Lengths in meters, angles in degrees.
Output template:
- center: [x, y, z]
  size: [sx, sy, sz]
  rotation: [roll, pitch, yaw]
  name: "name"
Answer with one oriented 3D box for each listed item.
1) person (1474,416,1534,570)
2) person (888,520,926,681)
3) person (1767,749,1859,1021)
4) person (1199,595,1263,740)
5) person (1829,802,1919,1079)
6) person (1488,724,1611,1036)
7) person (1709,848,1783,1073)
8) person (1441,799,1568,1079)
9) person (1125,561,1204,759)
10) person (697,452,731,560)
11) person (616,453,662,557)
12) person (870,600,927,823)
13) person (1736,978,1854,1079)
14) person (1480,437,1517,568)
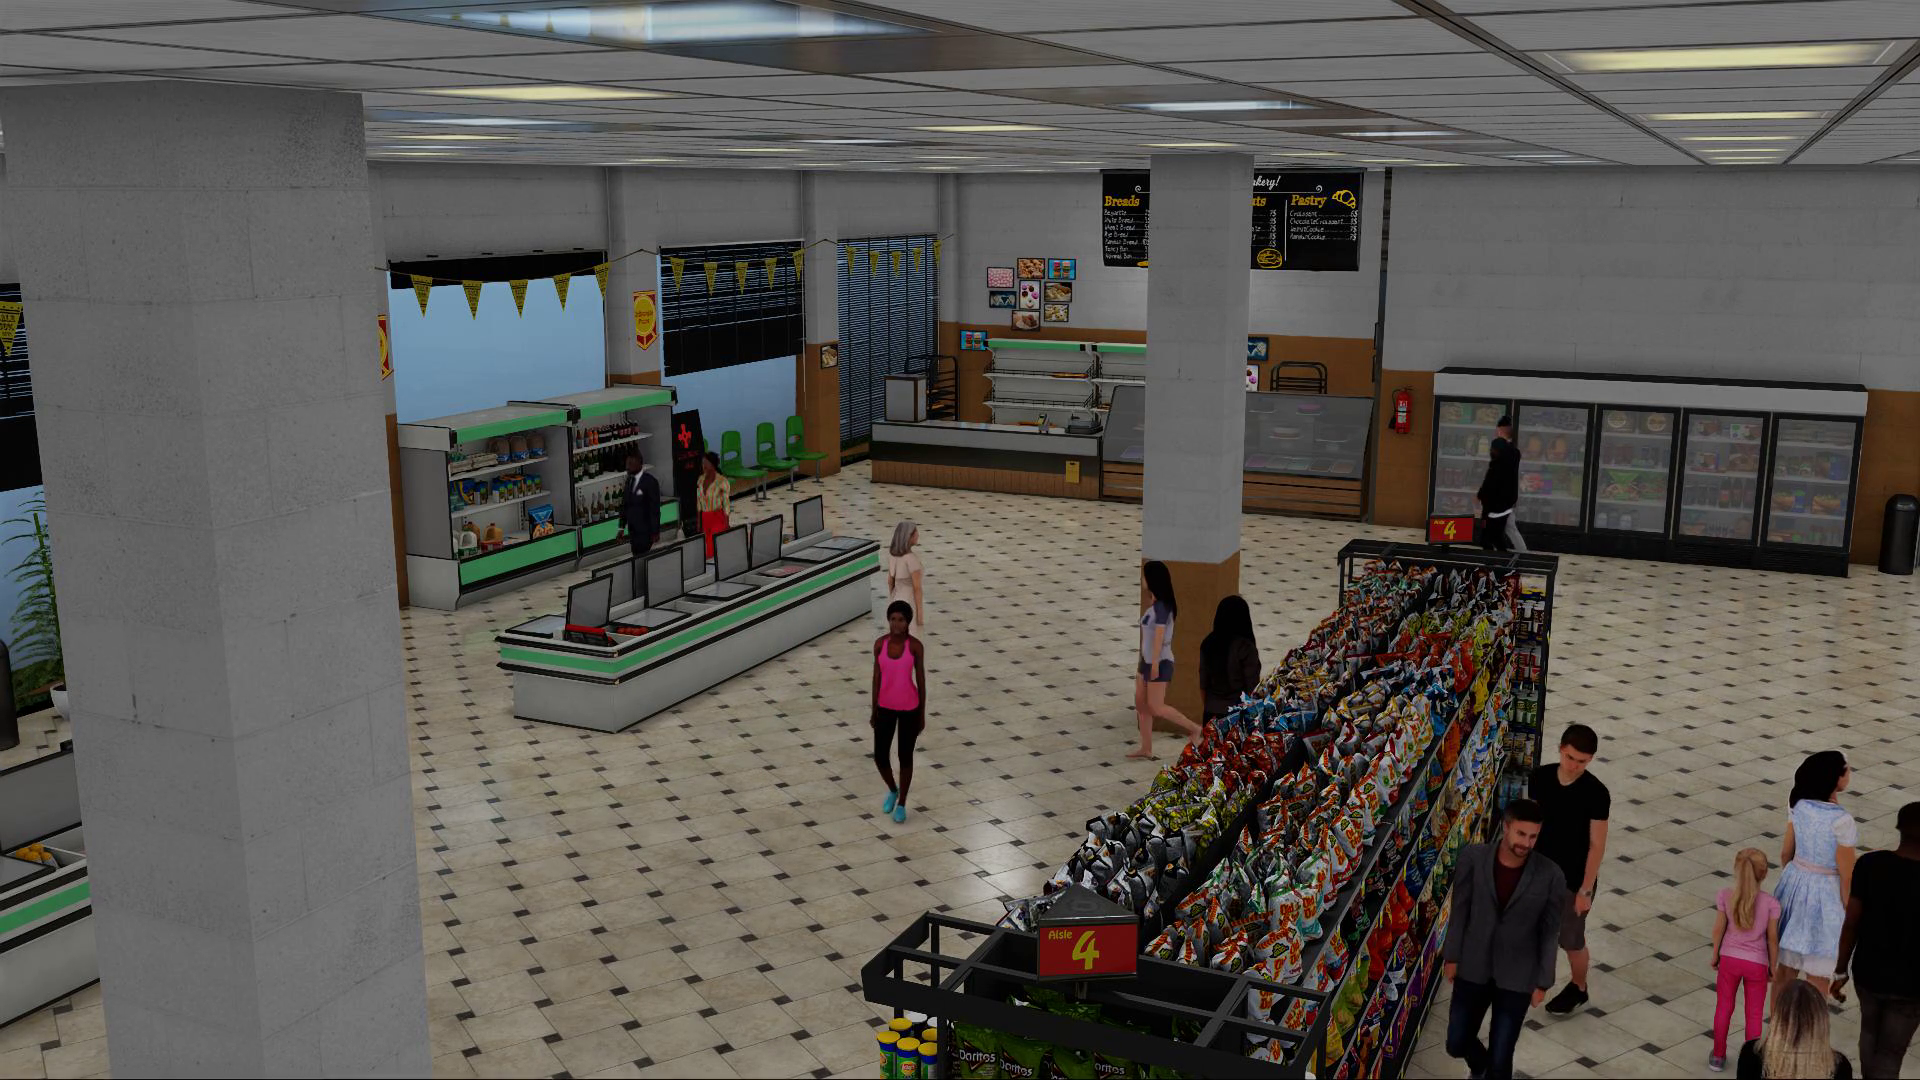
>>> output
- center: [6.831, -0.526, 20.607]
  size: [0.925, 1.911, 1.197]
  rotation: [10, 15, 38]
  name: "person"
- center: [-0.501, 0.673, 15.337]
  size: [0.697, 1.735, 0.687]
  rotation: [-9, 15, -38]
  name: "person"
- center: [4.560, 1.990, 8.890]
  size: [0.919, 1.816, 0.860]
  rotation: [-4, 13, -20]
  name: "person"
- center: [1.959, 1.302, 12.094]
  size: [0.701, 1.842, 0.676]
  rotation: [9, 15, 38]
  name: "person"
- center: [4.502, 2.174, 8.106]
  size: [1.086, 1.778, 0.902]
  rotation: [-10, 16, -41]
  name: "person"
- center: [3.446, 1.896, 9.369]
  size: [1.268, 1.801, 1.052]
  rotation: [-9, 15, -37]
  name: "person"
- center: [4.212, 2.256, 8.934]
  size: [0.510, 1.275, 0.543]
  rotation: [8, 14, 32]
  name: "person"
- center: [2.662, 2.114, 8.216]
  size: [0.748, 1.850, 0.898]
  rotation: [7, 14, 29]
  name: "person"
- center: [1.708, 1.021, 13.805]
  size: [0.918, 1.685, 0.924]
  rotation: [-1, 12, -6]
  name: "person"
- center: [-2.764, -0.140, 19.129]
  size: [0.641, 1.763, 1.094]
  rotation: [7, 14, 30]
  name: "person"
- center: [-3.540, -0.109, 18.874]
  size: [0.771, 1.808, 0.784]
  rotation: [-10, 16, -41]
  name: "person"
- center: [-0.450, 1.269, 12.559]
  size: [0.668, 1.715, 0.690]
  rotation: [2, 12, 8]
  name: "person"
- center: [3.240, 2.562, 6.532]
  size: [0.641, 1.667, 1.028]
  rotation: [5, 13, 21]
  name: "person"
- center: [6.475, -0.335, 19.934]
  size: [0.726, 1.813, 0.844]
  rotation: [-11, 16, -43]
  name: "person"
